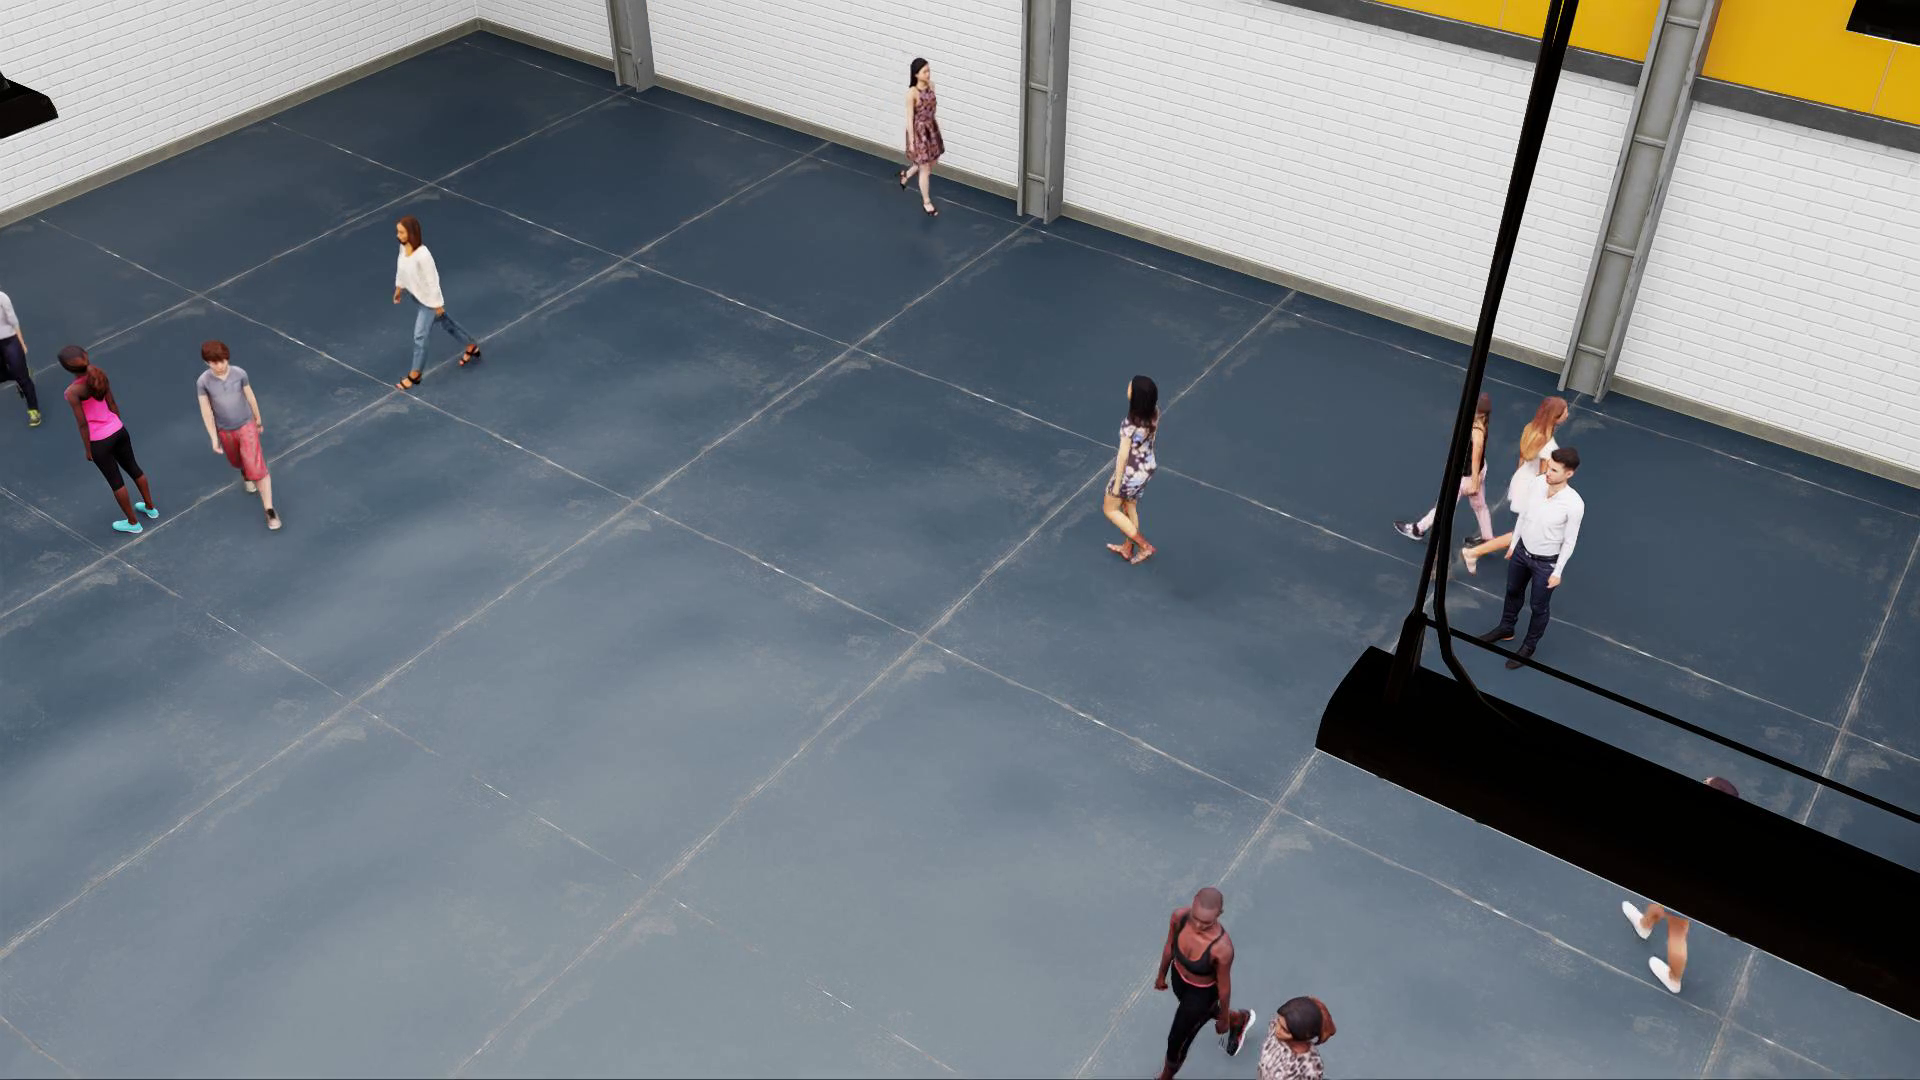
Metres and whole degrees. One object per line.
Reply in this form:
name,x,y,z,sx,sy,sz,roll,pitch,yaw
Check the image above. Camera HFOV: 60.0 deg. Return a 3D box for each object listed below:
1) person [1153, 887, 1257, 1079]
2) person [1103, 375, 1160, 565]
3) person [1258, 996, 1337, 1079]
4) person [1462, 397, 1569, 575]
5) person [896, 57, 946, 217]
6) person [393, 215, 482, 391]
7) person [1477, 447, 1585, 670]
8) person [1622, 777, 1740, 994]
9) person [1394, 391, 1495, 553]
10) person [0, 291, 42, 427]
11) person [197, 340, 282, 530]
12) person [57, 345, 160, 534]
person,1.375,2.444,9.219,0.920,1.725,1.126,-27,46,-30
person,1.399,-0.484,12.886,0.719,1.723,0.633,27,46,30
person,1.763,2.946,8.631,1.018,1.674,1.144,-16,41,-19
person,4.303,-0.366,12.771,1.038,1.684,0.894,0,39,0
person,-0.452,-4.274,17.602,0.845,1.761,0.669,27,46,29
person,-4.769,-2.213,15.125,0.917,1.631,1.103,-25,45,-28
person,4.198,0.102,12.036,0.771,1.868,0.652,-20,43,-23
person,4.336,2.071,9.781,0.889,1.606,1.005,-15,41,-18
person,4.074,-0.494,13.070,1.080,1.510,0.687,16,41,20
person,-8.426,-1.768,14.643,0.838,1.537,0.904,-7,39,-9
person,-5.910,-0.942,13.538,0.965,1.625,1.188,-15,41,-18
person,-6.827,-0.820,13.305,0.618,1.726,0.601,14,41,17
